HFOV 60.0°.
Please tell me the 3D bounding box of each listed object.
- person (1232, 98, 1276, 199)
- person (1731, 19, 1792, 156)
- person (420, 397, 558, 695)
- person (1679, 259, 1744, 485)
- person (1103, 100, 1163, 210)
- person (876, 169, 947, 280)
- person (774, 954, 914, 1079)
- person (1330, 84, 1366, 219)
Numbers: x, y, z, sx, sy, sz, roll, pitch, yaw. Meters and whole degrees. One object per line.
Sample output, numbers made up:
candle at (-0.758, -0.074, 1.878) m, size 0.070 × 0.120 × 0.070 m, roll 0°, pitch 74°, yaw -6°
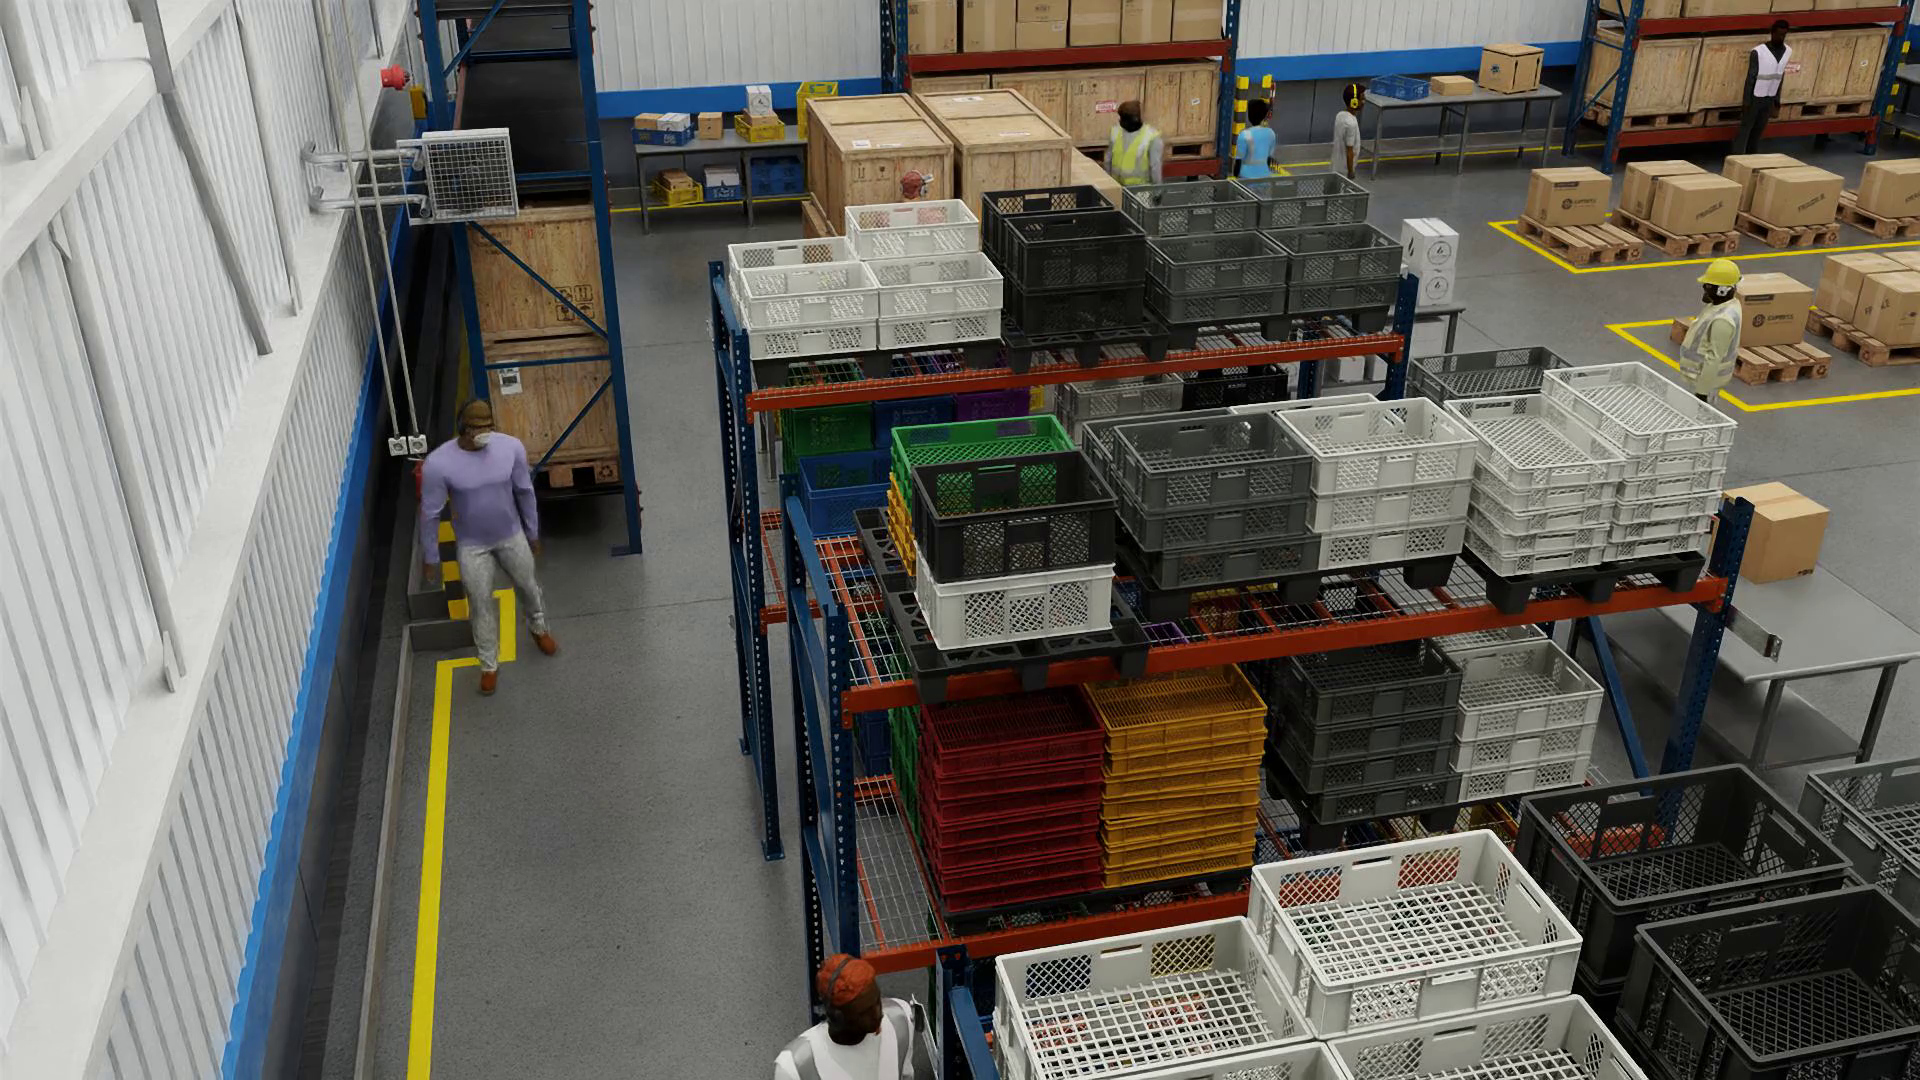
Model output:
person at (3.120, -3.897, 17.898) m, size 0.559 × 1.680 × 0.368 m, roll -20°, pitch 34°, yaw -32°
person at (9.984, -5.513, 20.726) m, size 0.590 × 1.917 × 0.395 m, roll -10°, pitch 30°, yaw -19°
person at (-2.961, -0.004, 10.255) m, size 0.804 × 1.941 × 0.522 m, roll -15°, pitch 31°, yaw -26°
person at (5.718, -1.276, 12.785) m, size 0.403 × 1.824 × 0.589 m, roll 12°, pitch 30°, yaw 21°
person at (1.759, -3.623, 17.248) m, size 0.659 × 1.817 × 0.495 m, roll 24°, pitch 36°, yaw 38°
person at (-0.408, -2.329, 14.711) m, size 0.636 × 1.900 × 0.400 m, roll 6°, pitch 28°, yaw 11°
person at (-0.381, 2.256, 6.018) m, size 0.584 × 1.884 × 0.348 m, roll -21°, pitch 34°, yaw -34°
person at (4.118, -3.925, 17.761) m, size 0.329 × 1.873 × 0.512 m, roll -3°, pitch 28°, yaw -6°
